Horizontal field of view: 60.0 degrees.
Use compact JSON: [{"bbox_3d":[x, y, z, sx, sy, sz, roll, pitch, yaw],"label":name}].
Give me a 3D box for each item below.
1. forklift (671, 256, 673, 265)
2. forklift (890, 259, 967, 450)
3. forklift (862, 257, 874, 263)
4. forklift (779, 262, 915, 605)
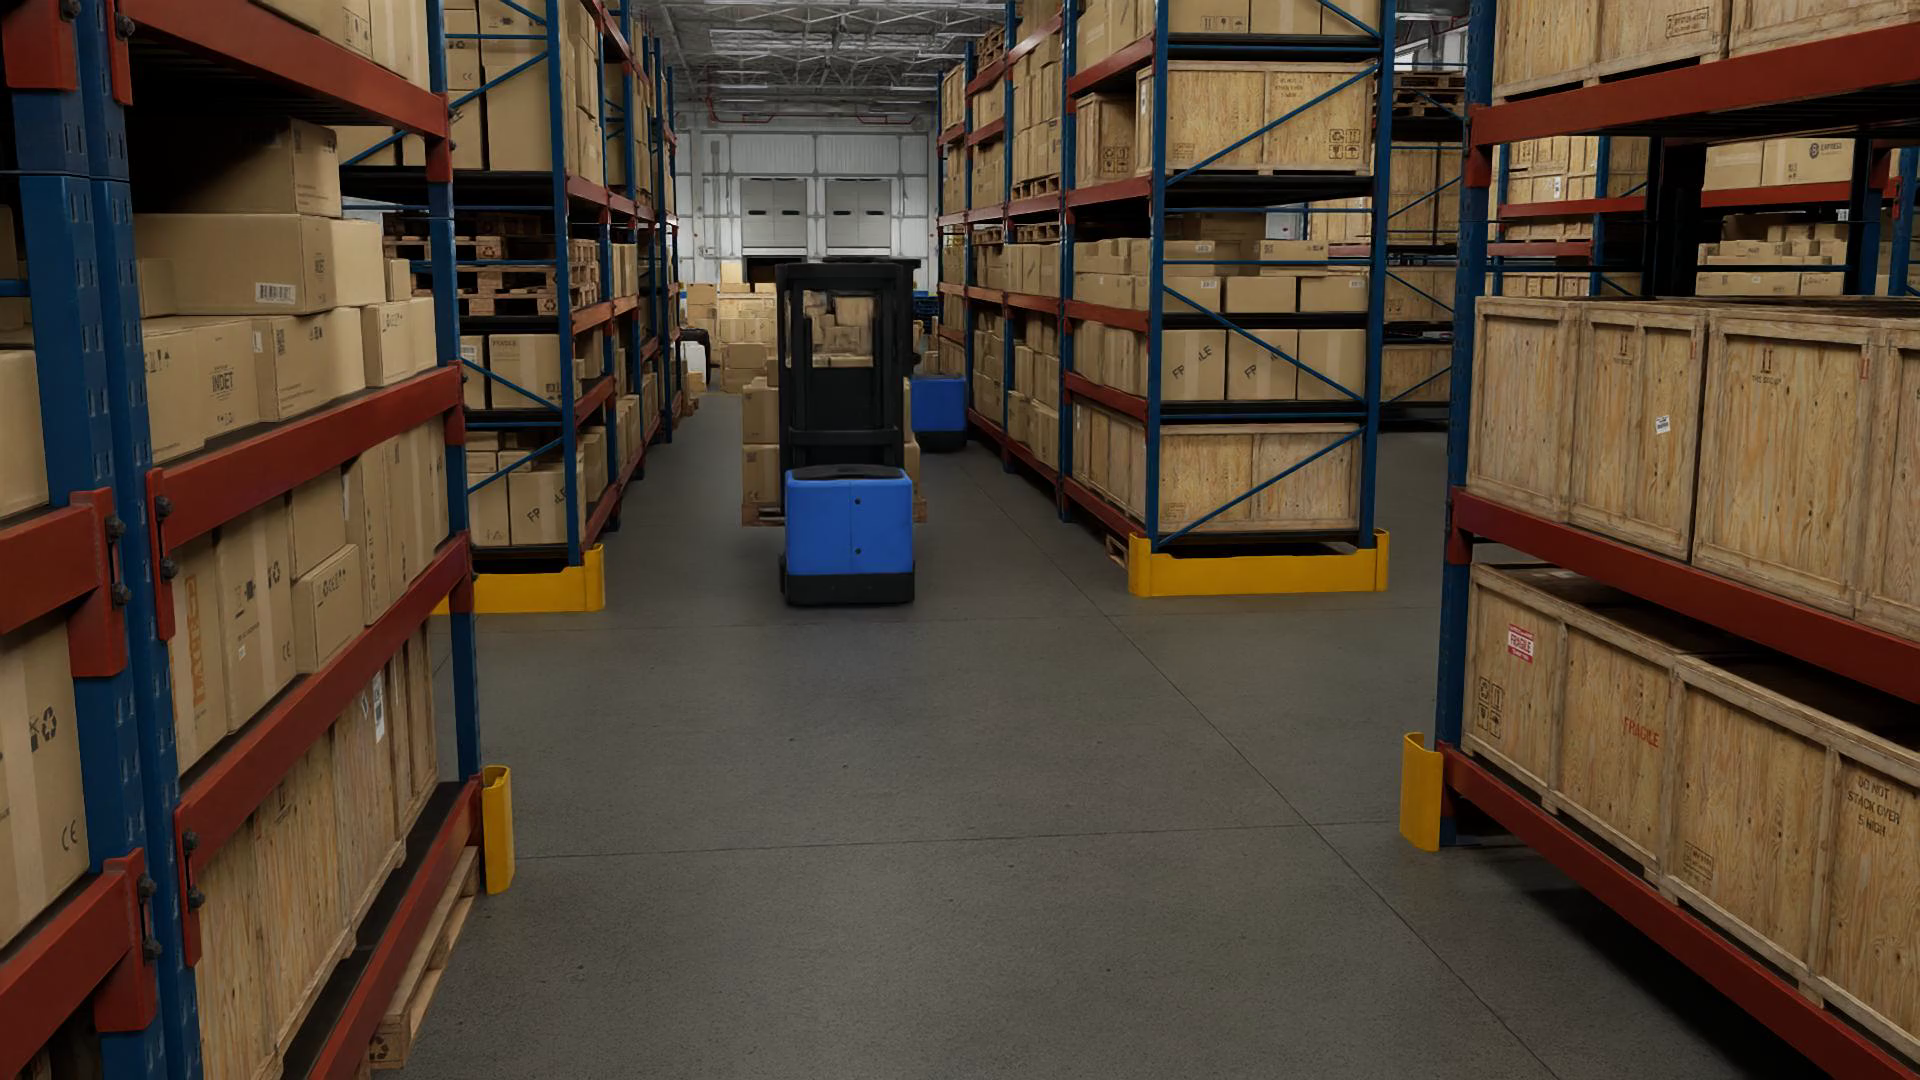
[{"bbox_3d":[-10.987,-9.066,61.344,1.129,2.768,1.873,-1,10,-7],"label":"forklift"},{"bbox_3d":[-0.835,-2.771,24.697,1.873,2.768,1.129,0,10,1],"label":"forklift"},{"bbox_3d":[-2.854,-6.885,48.650,1.873,2.768,1.129,-6,12,-32],"label":"forklift"},{"bbox_3d":[-0.993,-0.965,14.185,1.129,2.768,1.873,-1,10,-7],"label":"forklift"}]
